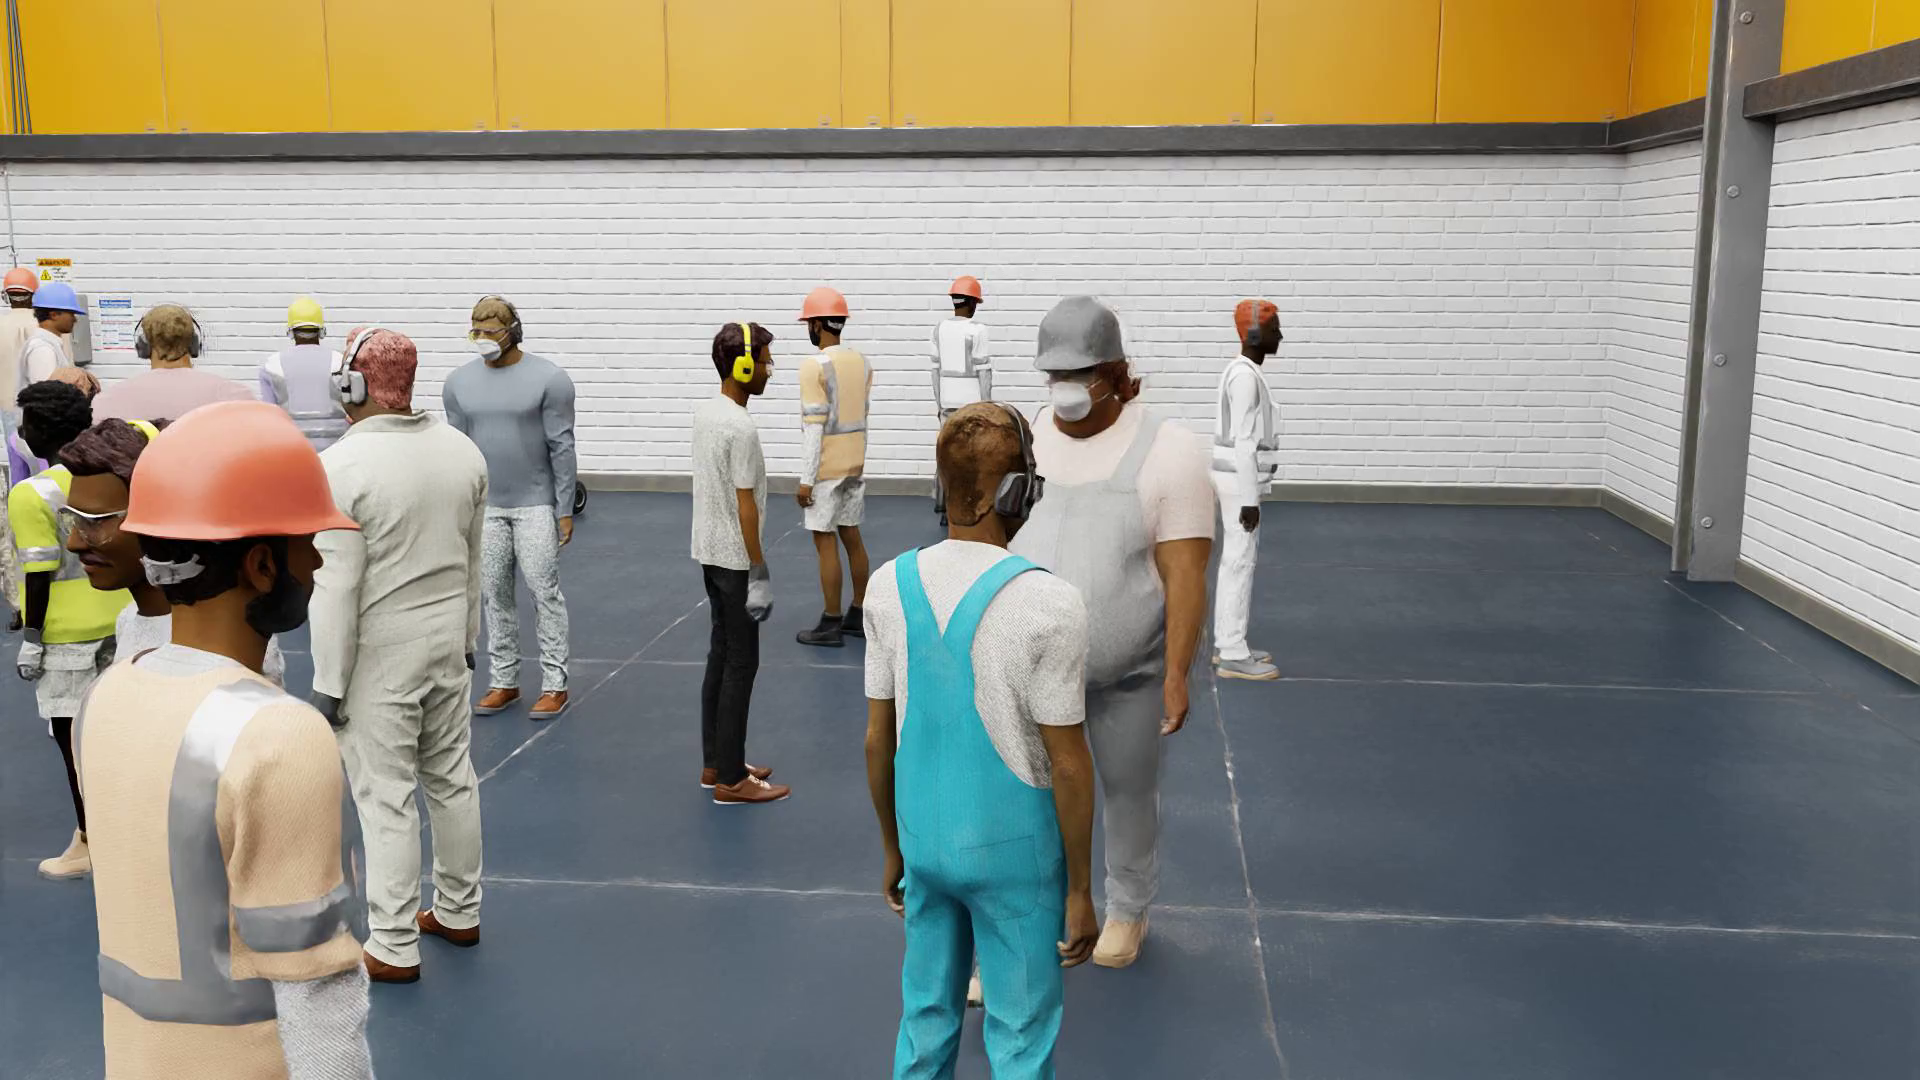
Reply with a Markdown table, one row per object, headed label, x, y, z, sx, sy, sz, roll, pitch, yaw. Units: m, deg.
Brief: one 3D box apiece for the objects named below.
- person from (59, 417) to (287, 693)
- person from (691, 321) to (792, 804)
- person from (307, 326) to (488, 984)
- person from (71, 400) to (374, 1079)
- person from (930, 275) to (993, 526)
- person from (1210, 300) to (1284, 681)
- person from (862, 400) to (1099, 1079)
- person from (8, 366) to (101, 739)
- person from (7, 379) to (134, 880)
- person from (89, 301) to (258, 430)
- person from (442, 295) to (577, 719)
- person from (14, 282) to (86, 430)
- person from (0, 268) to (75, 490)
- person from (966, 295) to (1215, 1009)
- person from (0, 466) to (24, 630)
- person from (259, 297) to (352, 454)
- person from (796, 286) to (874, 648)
| label | x | y | z | sx | sy | sz | roll | pitch | yaw |
| --- | --- | --- | --- | --- | --- | --- | --- | --- | --- |
| person | -1.296 | 0.715 | 2.849 | 0.514 | 1.861 | 0.322 | 9 | 13 | 42 |
| person | -0.858 | 0.095 | 6.407 | 0.337 | 1.858 | 0.523 | -5 | 11 | -26 |
| person | -1.664 | 0.336 | 4.874 | 0.407 | 1.908 | 0.641 | 4 | 11 | 24 |
| person | -0.968 | 0.774 | 2.319 | 0.551 | 1.931 | 0.386 | 8 | 13 | 39 |
| person | 0.037 | -1.050 | 12.743 | 0.542 | 1.931 | 0.366 | 7 | 12 | 36 |
| person | 1.449 | -0.250 | 8.337 | 0.387 | 1.875 | 0.607 | 1 | 10 | 8 |
| person | 0.048 | 0.647 | 3.295 | 0.505 | 1.837 | 0.346 | 6 | 12 | 32 |
| person | -3.827 | 0.060 | 7.243 | 0.523 | 1.631 | 0.324 | -3 | 10 | -15 |
| person | -3.003 | 0.303 | 5.661 | 0.316 | 1.695 | 0.542 | 1 | 10 | 8 |
| person | -3.067 | 0.026 | 6.595 | 0.632 | 1.933 | 0.402 | -4 | 11 | -23 |
| person | -2.048 | -0.144 | 7.579 | 0.636 | 1.928 | 0.383 | 2 | 10 | 9 |
| person | -5.551 | -0.608 | 10.219 | 0.432 | 1.930 | 0.612 | -5 | 11 | -25 |
| person | -6.815 | -0.990 | 12.214 | 0.612 | 1.995 | 0.382 | -5 | 11 | -26 |
| person | 0.324 | 0.304 | 4.670 | 0.704 | 2.000 | 0.966 | 4 | 11 | 22 |
| person | -3.700 | 0.214 | 6.100 | 0.504 | 1.716 | 0.716 | -3 | 10 | -15 |
| person | -4.001 | -0.582 | 10.329 | 0.590 | 1.837 | 0.403 | -3 | 10 | -16 |
| person | -0.705 | -0.393 | 8.965 | 0.378 | 1.933 | 0.551 | 6 | 12 | 32 |
